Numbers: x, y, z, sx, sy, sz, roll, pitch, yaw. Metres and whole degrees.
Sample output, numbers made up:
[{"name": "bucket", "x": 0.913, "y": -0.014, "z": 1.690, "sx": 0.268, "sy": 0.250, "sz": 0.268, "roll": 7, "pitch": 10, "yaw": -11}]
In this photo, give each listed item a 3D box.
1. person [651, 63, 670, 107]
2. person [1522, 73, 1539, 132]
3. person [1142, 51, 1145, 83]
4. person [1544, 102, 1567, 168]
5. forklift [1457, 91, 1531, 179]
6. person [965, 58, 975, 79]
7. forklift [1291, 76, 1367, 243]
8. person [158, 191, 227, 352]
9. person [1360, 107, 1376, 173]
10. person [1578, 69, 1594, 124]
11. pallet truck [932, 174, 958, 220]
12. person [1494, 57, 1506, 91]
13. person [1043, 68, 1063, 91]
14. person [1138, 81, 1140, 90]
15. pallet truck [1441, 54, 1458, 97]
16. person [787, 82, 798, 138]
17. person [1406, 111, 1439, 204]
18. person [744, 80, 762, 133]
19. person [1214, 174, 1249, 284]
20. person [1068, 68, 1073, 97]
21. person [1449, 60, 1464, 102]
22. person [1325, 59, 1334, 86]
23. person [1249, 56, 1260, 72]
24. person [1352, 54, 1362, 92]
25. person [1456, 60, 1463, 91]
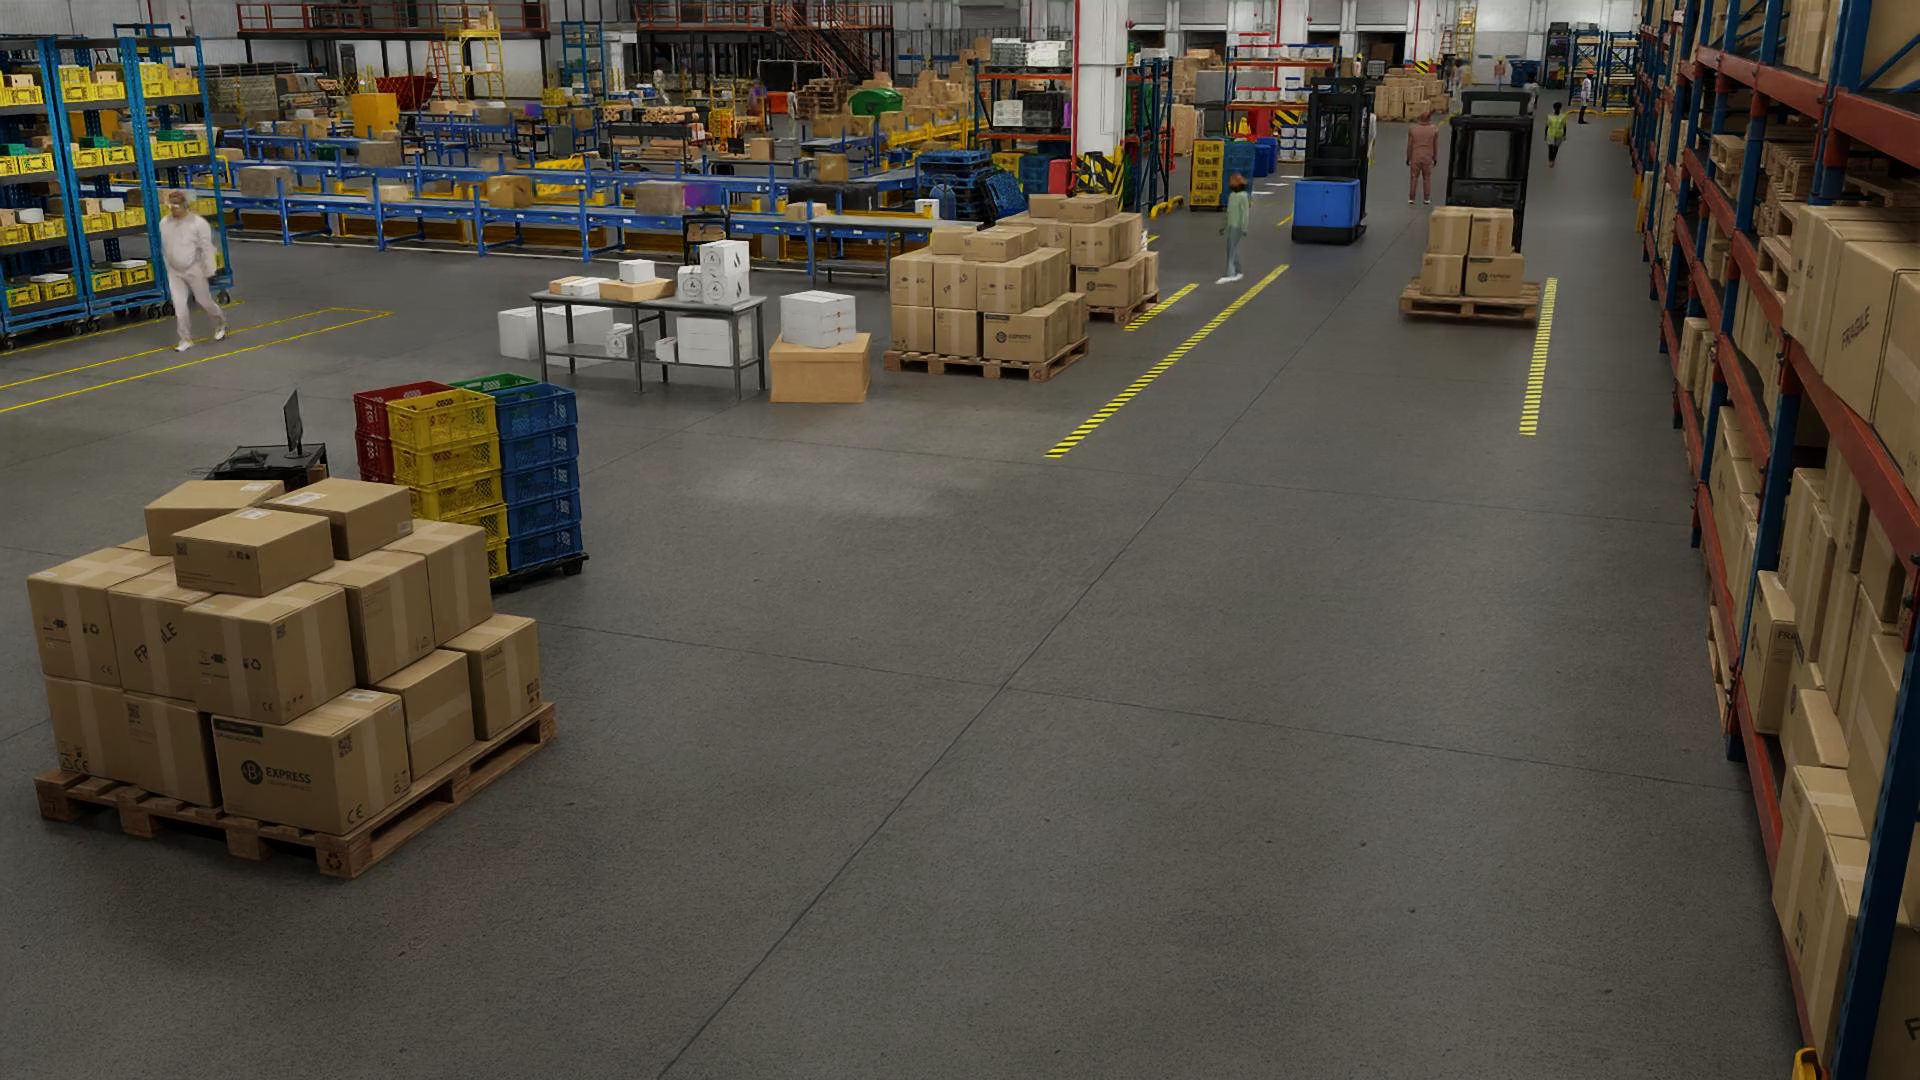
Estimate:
[{"name": "person", "x": -12.613, "y": -19.074, "z": 69.767, "sx": 0.905, "sy": 1.854, "sz": 0.585, "roll": 10, "pitch": 20, "yaw": 29}, {"name": "person", "x": 19.095, "y": -14.657, "z": 55.751, "sx": 0.432, "sy": 1.952, "sz": 0.655, "roll": -15, "pitch": 23, "yaw": -38}, {"name": "person", "x": 9.824, "y": -25.487, "z": 89.810, "sx": 0.604, "sy": 1.919, "sz": 0.851, "roll": -8, "pitch": 19, "yaw": -24}, {"name": "person", "x": 15.455, "y": -10.525, "z": 43.202, "sx": 0.533, "sy": 1.660, "sz": 0.831, "roll": 4, "pitch": 18, "yaw": 11}, {"name": "forklift", "x": 7.597, "y": -5.029, "z": 23.957, "sx": 1.129, "sy": 2.768, "sz": 1.873, "roll": 6, "pitch": 19, "yaw": 18}, {"name": "person", "x": 0.459, "y": -21.242, "z": 76.623, "sx": 0.429, "sy": 1.831, "sz": 0.627, "roll": -9, "pitch": 20, "yaw": -27}, {"name": "forklift", "x": 6.598, "y": -6.755, "z": 29.381, "sx": 1.129, "sy": 2.768, "sz": 1.873, "roll": 6, "pitch": 19, "yaw": 19}, {"name": "person", "x": -9.264, "y": -3.265, "z": 20.048, "sx": 0.651, "sy": 1.881, "sz": 0.857, "roll": 1, "pitch": 18, "yaw": 4}, {"name": "person", "x": 10.046, "y": -10.016, "z": 41.360, "sx": 0.616, "sy": 1.803, "sz": 0.764, "roll": 7, "pitch": 19, "yaw": 21}, {"name": "person", "x": 22.537, "y": -15.941, "z": 59.799, "sx": 0.399, "sy": 1.928, "sz": 0.542, "roll": 2, "pitch": 18, "yaw": 8}, {"name": "pallet truck", "x": -0.507, "y": -5.292, "z": 27.348, "sx": 0.653, "sy": 1.274, "sz": 1.630, "roll": 6, "pitch": 19, "yaw": 19}, {"name": "person", "x": 26.528, "y": -22.847, "z": 81.774, "sx": 0.540, "sy": 1.751, "sz": 0.382, "roll": 4, "pitch": 18, "yaw": 11}, {"name": "person", "x": 3.347, "y": -15.856, "z": 59.340, "sx": 0.689, "sy": 2.000, "sz": 0.539, "roll": 5, "pitch": 18, "yaw": 17}, {"name": "person", "x": 8.753, "y": -22.243, "z": 79.593, "sx": 0.587, "sy": 1.928, "sz": 0.363, "roll": 10, "pitch": 20, "yaw": 29}, {"name": "pallet truck", "x": 22.765, "y": -21.886, "z": 78.355, "sx": 0.823, "sy": 1.965, "sz": 1.885, "roll": -4, "pitch": 18, "yaw": -14}, {"name": "person", "x": -5.043, "y": -12.876, "z": 50.254, "sx": 0.311, "sy": 1.869, "sz": 0.534, "roll": -10, "pitch": 20, "yaw": -28}, {"name": "person", "x": 9.735, "y": -8.053, "z": 35.041, "sx": 0.646, "sy": 1.907, "sz": 0.401, "roll": 5, "pitch": 18, "yaw": 15}, {"name": "person", "x": -6.976, "y": -14.361, "z": 55.149, "sx": 0.867, "sy": 1.725, "sz": 0.528, "roll": -4, "pitch": 18, "yaw": -11}, {"name": "person", "x": 4.055, "y": -4.629, "z": 24.788, "sx": 0.602, "sy": 1.590, "sz": 0.553, "roll": -6, "pitch": 18, "yaw": -17}, {"name": "person", "x": 4.500, "y": -17.932, "z": 65.903, "sx": 0.449, "sy": 2.027, "sz": 0.606, "roll": -4, "pitch": 18, "yaw": -13}, {"name": "person", "x": 22.227, "y": -20.381, "z": 73.914, "sx": 0.748, "sy": 1.825, "sz": 0.625, "roll": 1, "pitch": 18, "yaw": 3}, {"name": "person", "x": 17.390, "y": -21.840, "z": 78.300, "sx": 1.004, "sy": 1.950, "sz": 0.626, "roll": -4, "pitch": 18, "yaw": -12}, {"name": "person", "x": 14.031, "y": -22.015, "z": 78.959, "sx": 0.987, "sy": 1.891, "sz": 0.628, "roll": 14, "pitch": 22, "yaw": 36}, {"name": "person", "x": 19.274, "y": -22.585, "z": 80.673, "sx": 0.383, "sy": 1.924, "sz": 0.589, "roll": 13, "pitch": 22, "yaw": 35}, {"name": "person", "x": 24.315, "y": -22.500, "z": 80.835, "sx": 0.858, "sy": 1.642, "sz": 0.549, "roll": 11, "pitch": 21, "yaw": 31}]
